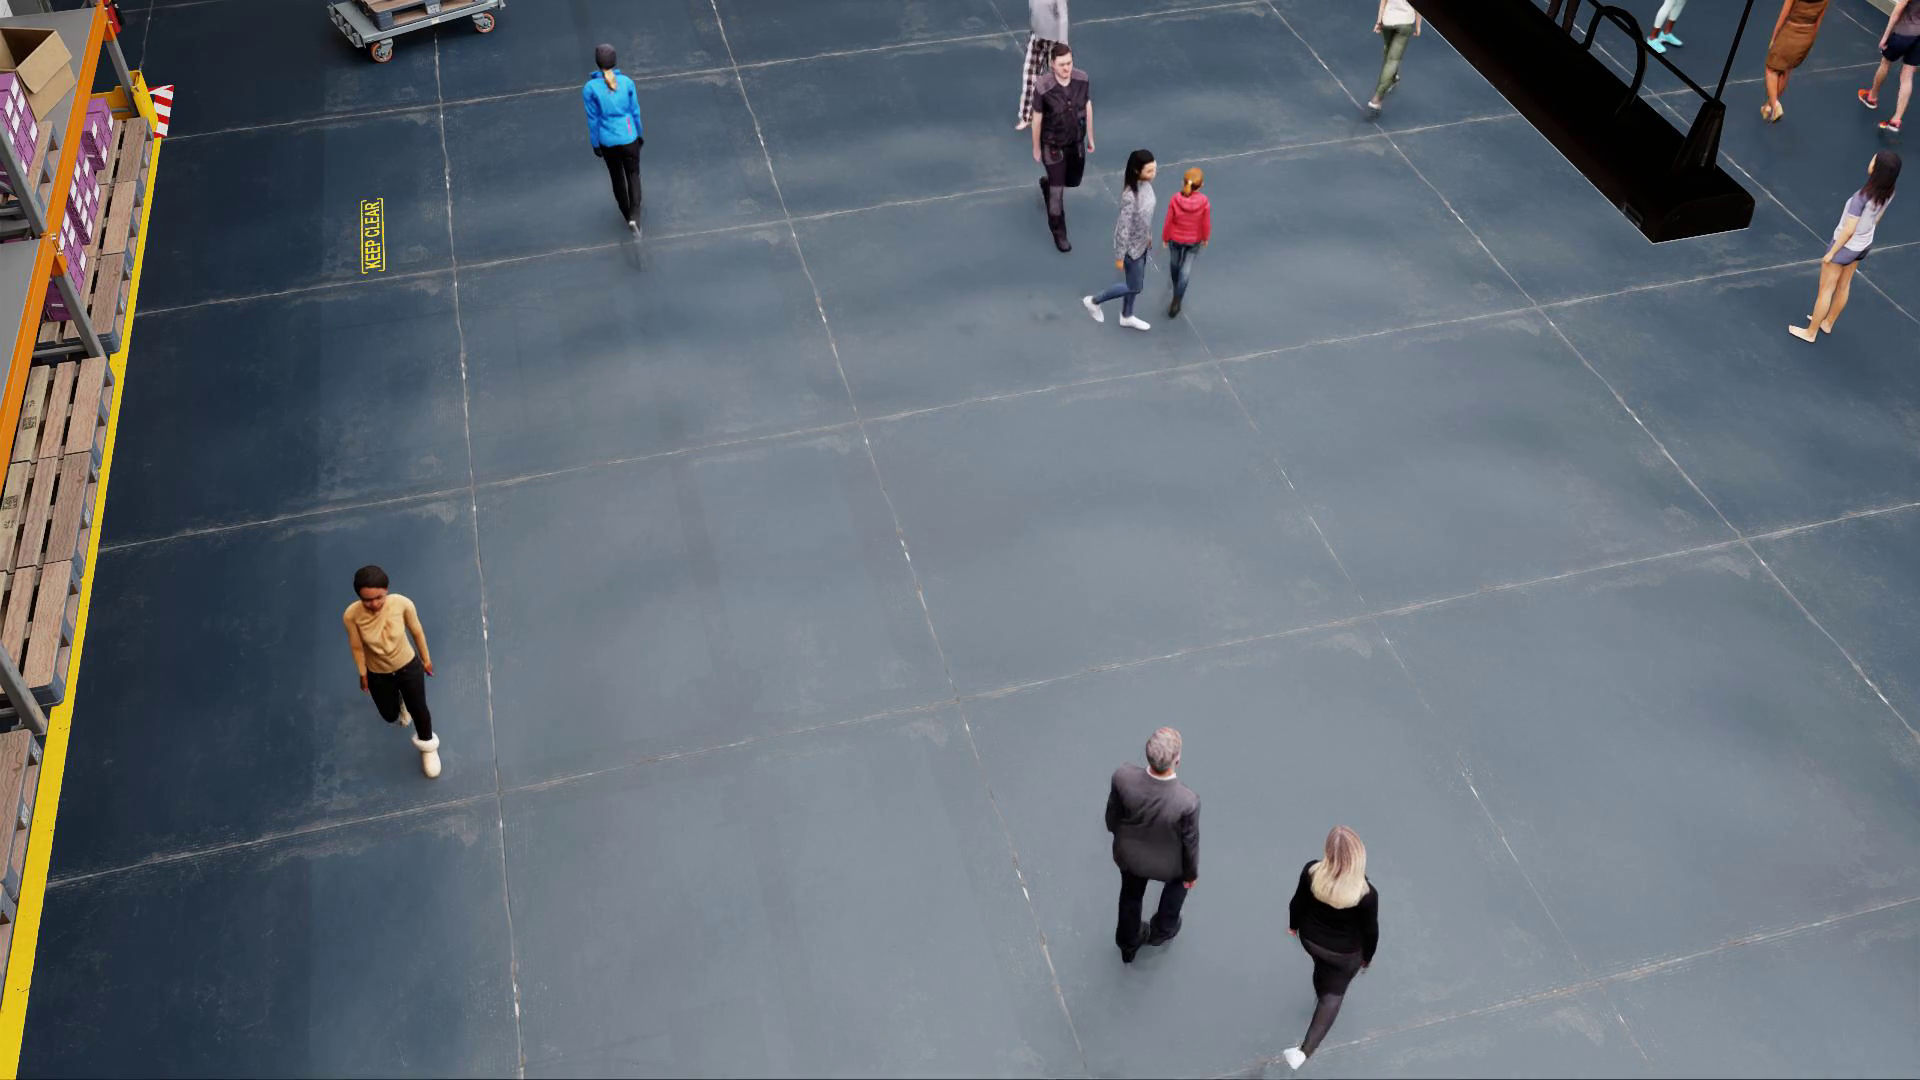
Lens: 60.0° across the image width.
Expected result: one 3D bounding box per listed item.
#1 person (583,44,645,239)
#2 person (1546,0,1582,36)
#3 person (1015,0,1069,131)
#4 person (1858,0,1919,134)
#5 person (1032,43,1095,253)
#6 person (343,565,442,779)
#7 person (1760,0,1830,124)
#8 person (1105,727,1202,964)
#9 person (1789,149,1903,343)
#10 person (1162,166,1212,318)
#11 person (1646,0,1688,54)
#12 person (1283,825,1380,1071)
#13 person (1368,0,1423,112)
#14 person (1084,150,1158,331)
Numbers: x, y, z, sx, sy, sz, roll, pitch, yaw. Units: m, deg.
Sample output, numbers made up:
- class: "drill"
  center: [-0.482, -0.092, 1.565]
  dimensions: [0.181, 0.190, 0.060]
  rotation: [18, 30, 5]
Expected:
- class: "person"
  center: [-2.956, -3.414, 14.463]
  dimensions: [0.640, 1.778, 1.005]
  rotation: [-9, 44, -10]
- class: "person"
  center: [6.280, -5.741, 17.125]
  dimensions: [0.624, 1.475, 0.711]
  rotation: [27, 50, 26]
- class: "person"
  center: [0.895, -4.878, 15.996]
  dimensions: [1.204, 1.783, 1.172]
  rotation: [34, 53, 30]
- class: "person"
  center: [9.100, -4.749, 15.842]
  dimensions: [0.937, 1.809, 1.257]
  rotation: [4, 44, 4]
- class: "person"
  center: [0.864, -3.489, 14.504]
  dimensions: [0.857, 1.830, 1.124]
  rotation: [-18, 47, -18]
- class: "person"
  center: [-3.484, 0.734, 10.204]
  dimensions: [0.611, 1.648, 0.835]
  rotation: [-13, 45, -13]
- class: "person"
  center: [7.978, -4.710, 15.904]
  dimensions: [0.736, 1.668, 0.915]
  rotation: [3, 44, 3]
- class: "person"
  center: [1.019, 1.738, 9.023]
  dimensions: [0.883, 1.822, 0.937]
  rotation: [21, 47, 20]
- class: "person"
  center: [7.168, -2.369, 13.398]
  dimensions: [0.639, 1.734, 0.604]
  rotation: [-23, 48, -22]
- class: "person"
  center: [1.857, -2.447, 13.801]
  dimensions: [0.787, 1.291, 0.932]
  rotation: [11, 45, 11]
- class: "person"
  center: [7.449, -5.870, 17.084]
  dimensions: [0.647, 1.719, 0.646]
  rotation: [-30, 51, -28]
- class: "person"
  center: [1.899, 2.176, 8.687]
  dimensions: [1.024, 1.652, 1.081]
  rotation: [24, 49, 23]
- class: "person"
  center: [4.245, -4.983, 16.225]
  dimensions: [1.068, 1.620, 1.115]
  rotation: [23, 48, 22]
- class: "person"
  center: [1.310, -2.415, 13.458]
  dimensions: [0.912, 1.717, 0.870]
  rotation: [13, 45, 13]
